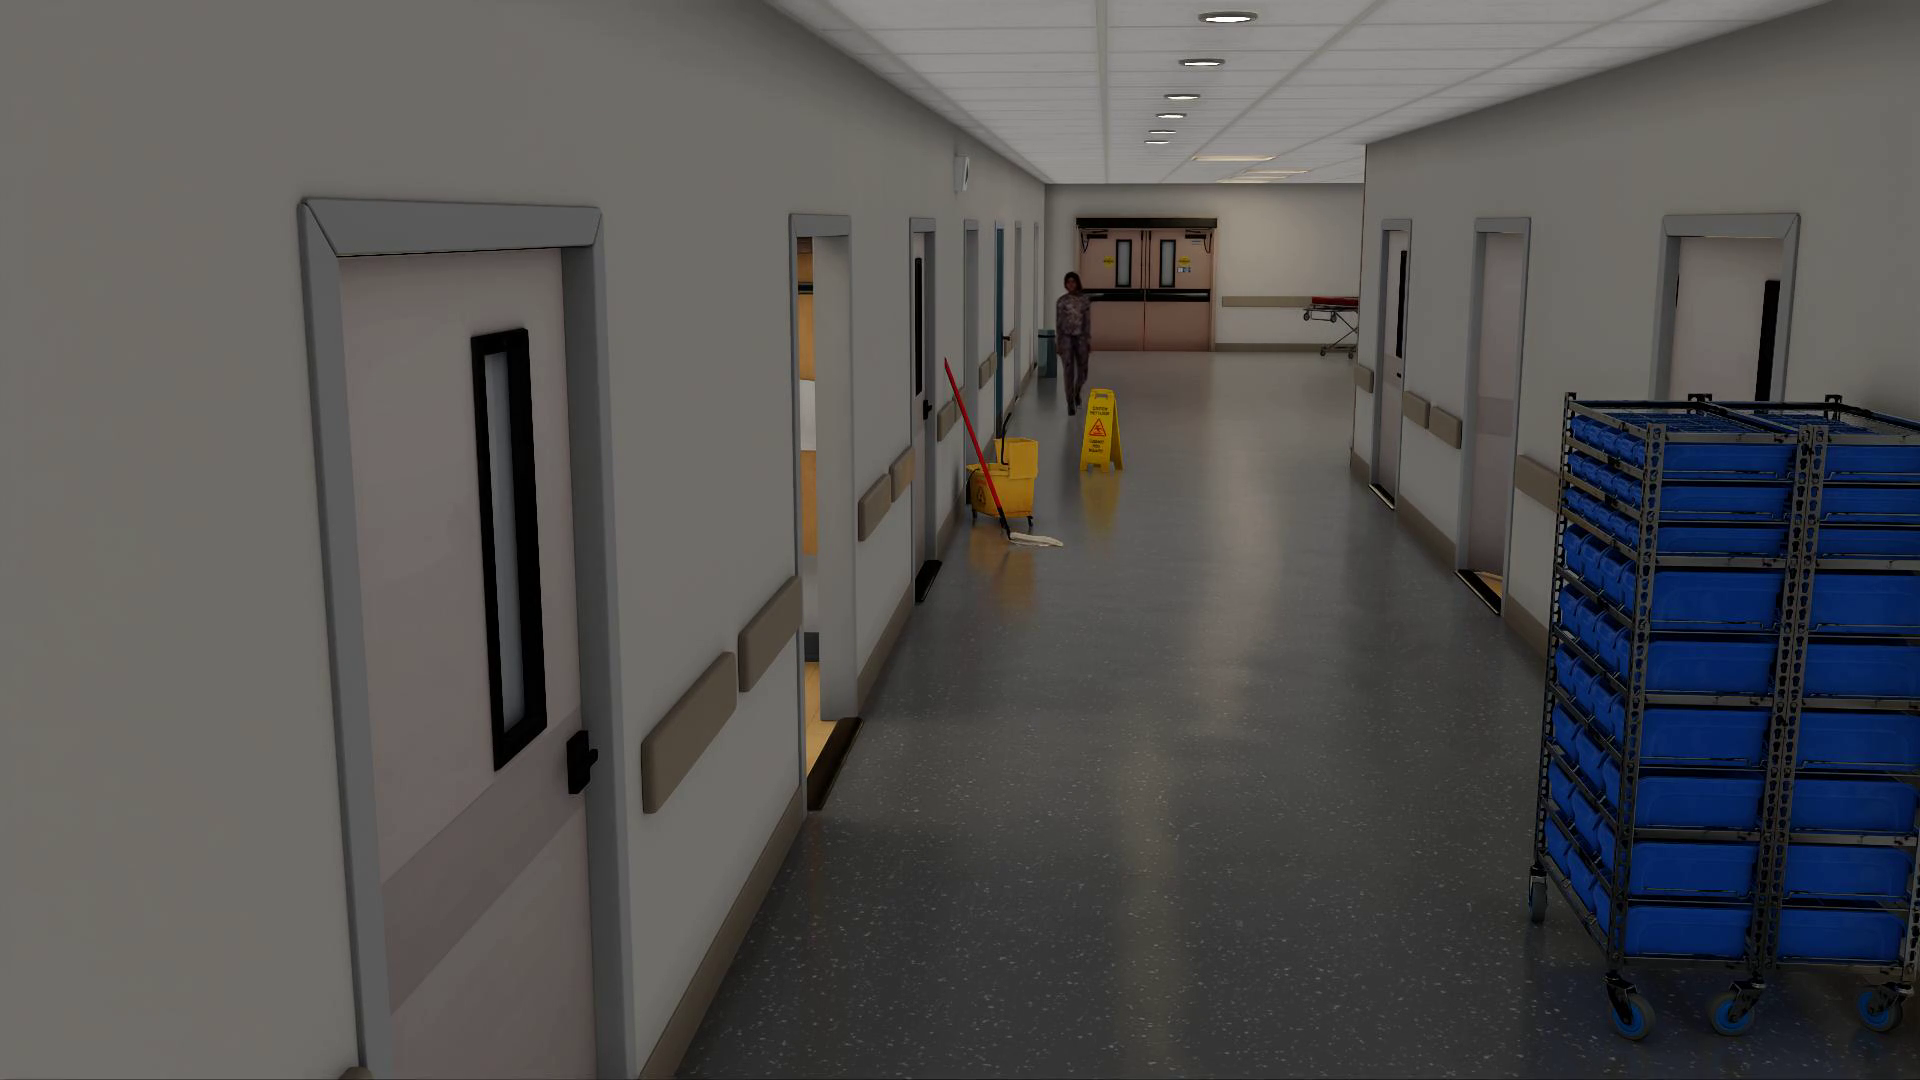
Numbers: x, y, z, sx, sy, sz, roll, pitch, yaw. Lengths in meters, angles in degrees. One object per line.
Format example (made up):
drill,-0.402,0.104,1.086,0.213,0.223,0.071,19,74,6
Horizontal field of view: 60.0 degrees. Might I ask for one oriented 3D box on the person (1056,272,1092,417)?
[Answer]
person,1.369,-2.352,19.973,0.614,1.705,0.903,0,11,1
